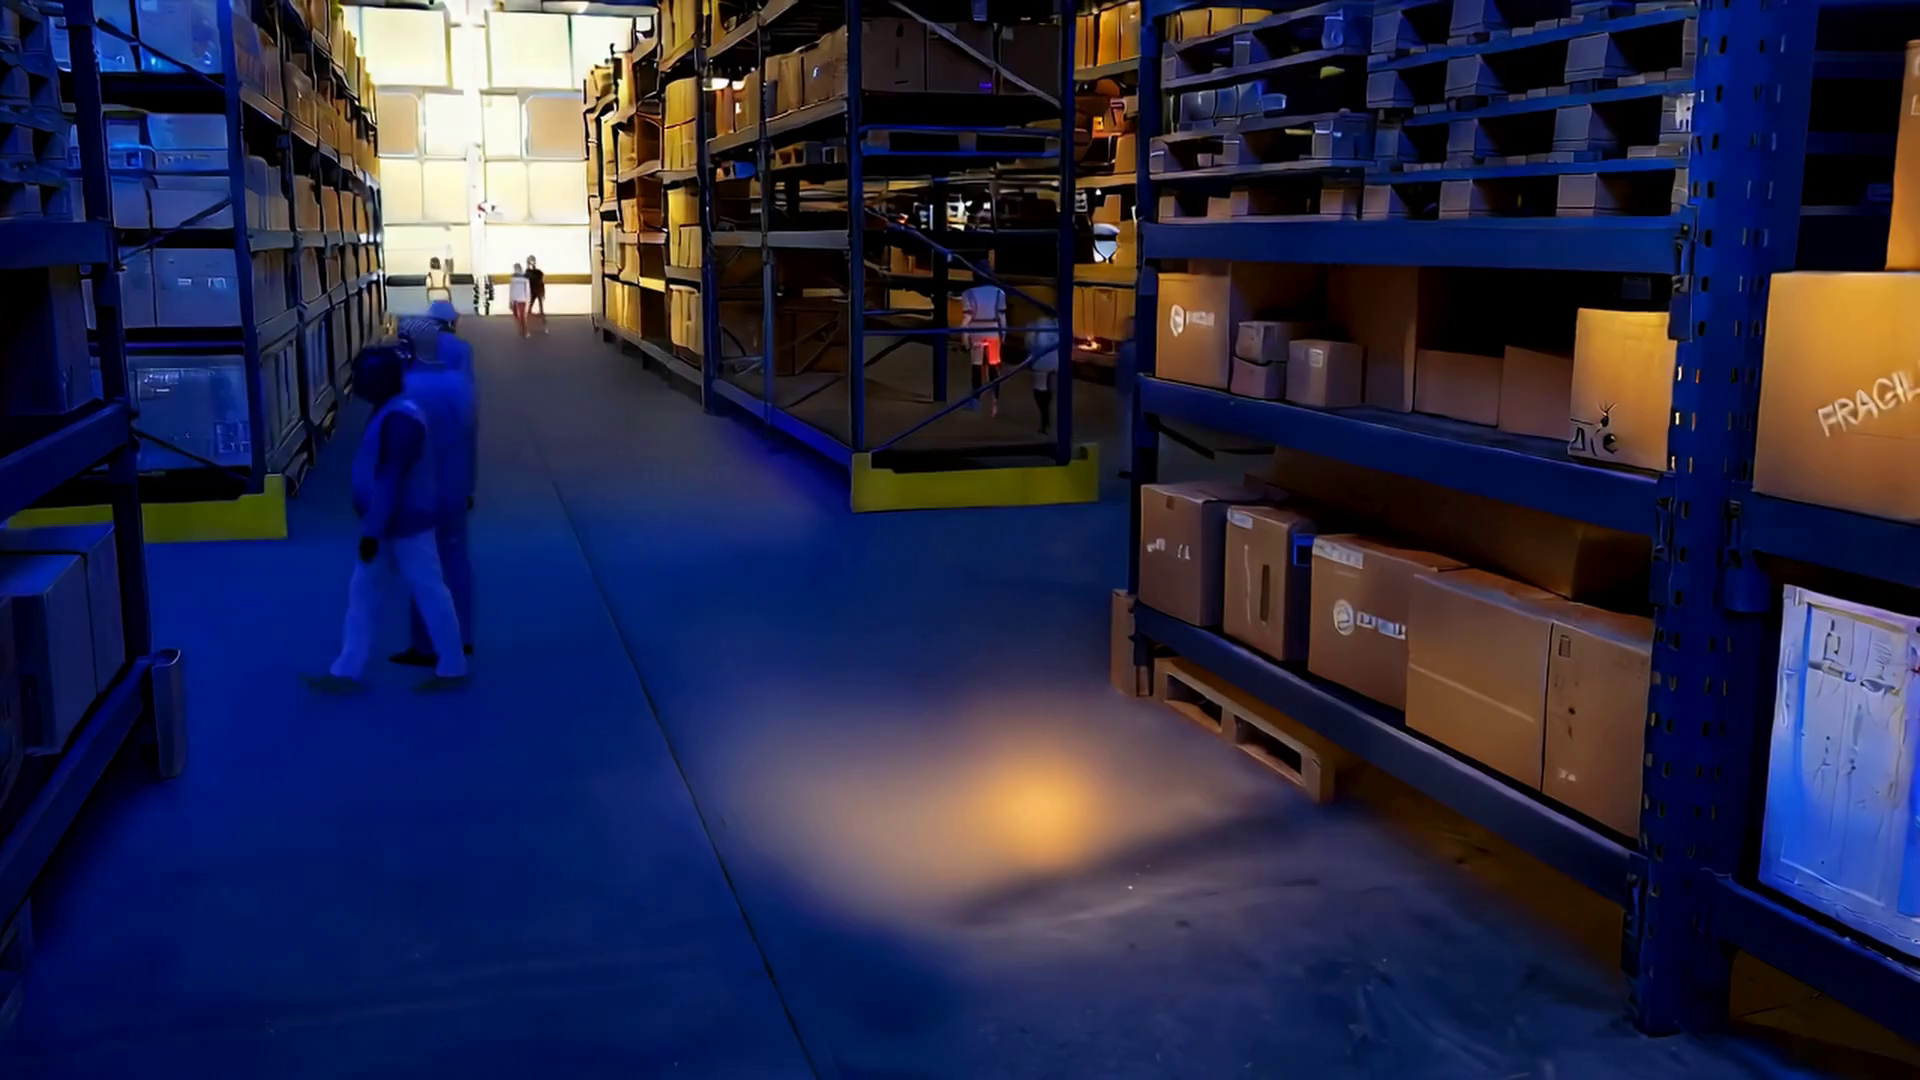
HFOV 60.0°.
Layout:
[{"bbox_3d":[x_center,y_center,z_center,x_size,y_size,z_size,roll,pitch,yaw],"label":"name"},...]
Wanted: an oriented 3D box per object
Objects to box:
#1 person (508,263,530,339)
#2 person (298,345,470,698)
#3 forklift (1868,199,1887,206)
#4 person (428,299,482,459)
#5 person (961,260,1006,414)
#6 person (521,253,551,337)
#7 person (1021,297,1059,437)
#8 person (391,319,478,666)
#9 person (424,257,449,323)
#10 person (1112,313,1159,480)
[{"bbox_3d":[-10.186,-5.528,38.470,0.528,1.747,0.479,1,10,3],"label":"person"},{"bbox_3d":[-2.943,-0.062,8.357,0.918,1.796,0.633,-6,12,-30],"label":"person"},{"bbox_3d":[11.338,-2.915,21.052,1.129,2.768,1.873,-3,11,-17],"label":"forklift"},{"bbox_3d":[-4.357,-1.134,14.179,0.614,1.822,0.413,3,11,17],"label":"person"},{"bbox_3d":[0.303,-2.676,22.043,0.608,2.042,0.375,-3,11,-14],"label":"person"},{"bbox_3d":[-10.046,-5.798,39.397,0.623,1.963,0.721,3,11,16],"label":"person"},{"bbox_3d":[0.997,-2.019,19.494,0.539,1.660,0.851,-3,11,-16],"label":"person"},{"bbox_3d":[-2.953,-0.263,9.210,0.400,1.902,0.642,5,11,26],"label":"person"},{"bbox_3d":[-12.115,-5.621,38.591,0.545,1.900,0.955,-5,12,-26],"label":"person"},{"bbox_3d":[1.702,-1.361,15.965,0.512,1.619,0.525,-3,11,-15],"label":"person"}]
